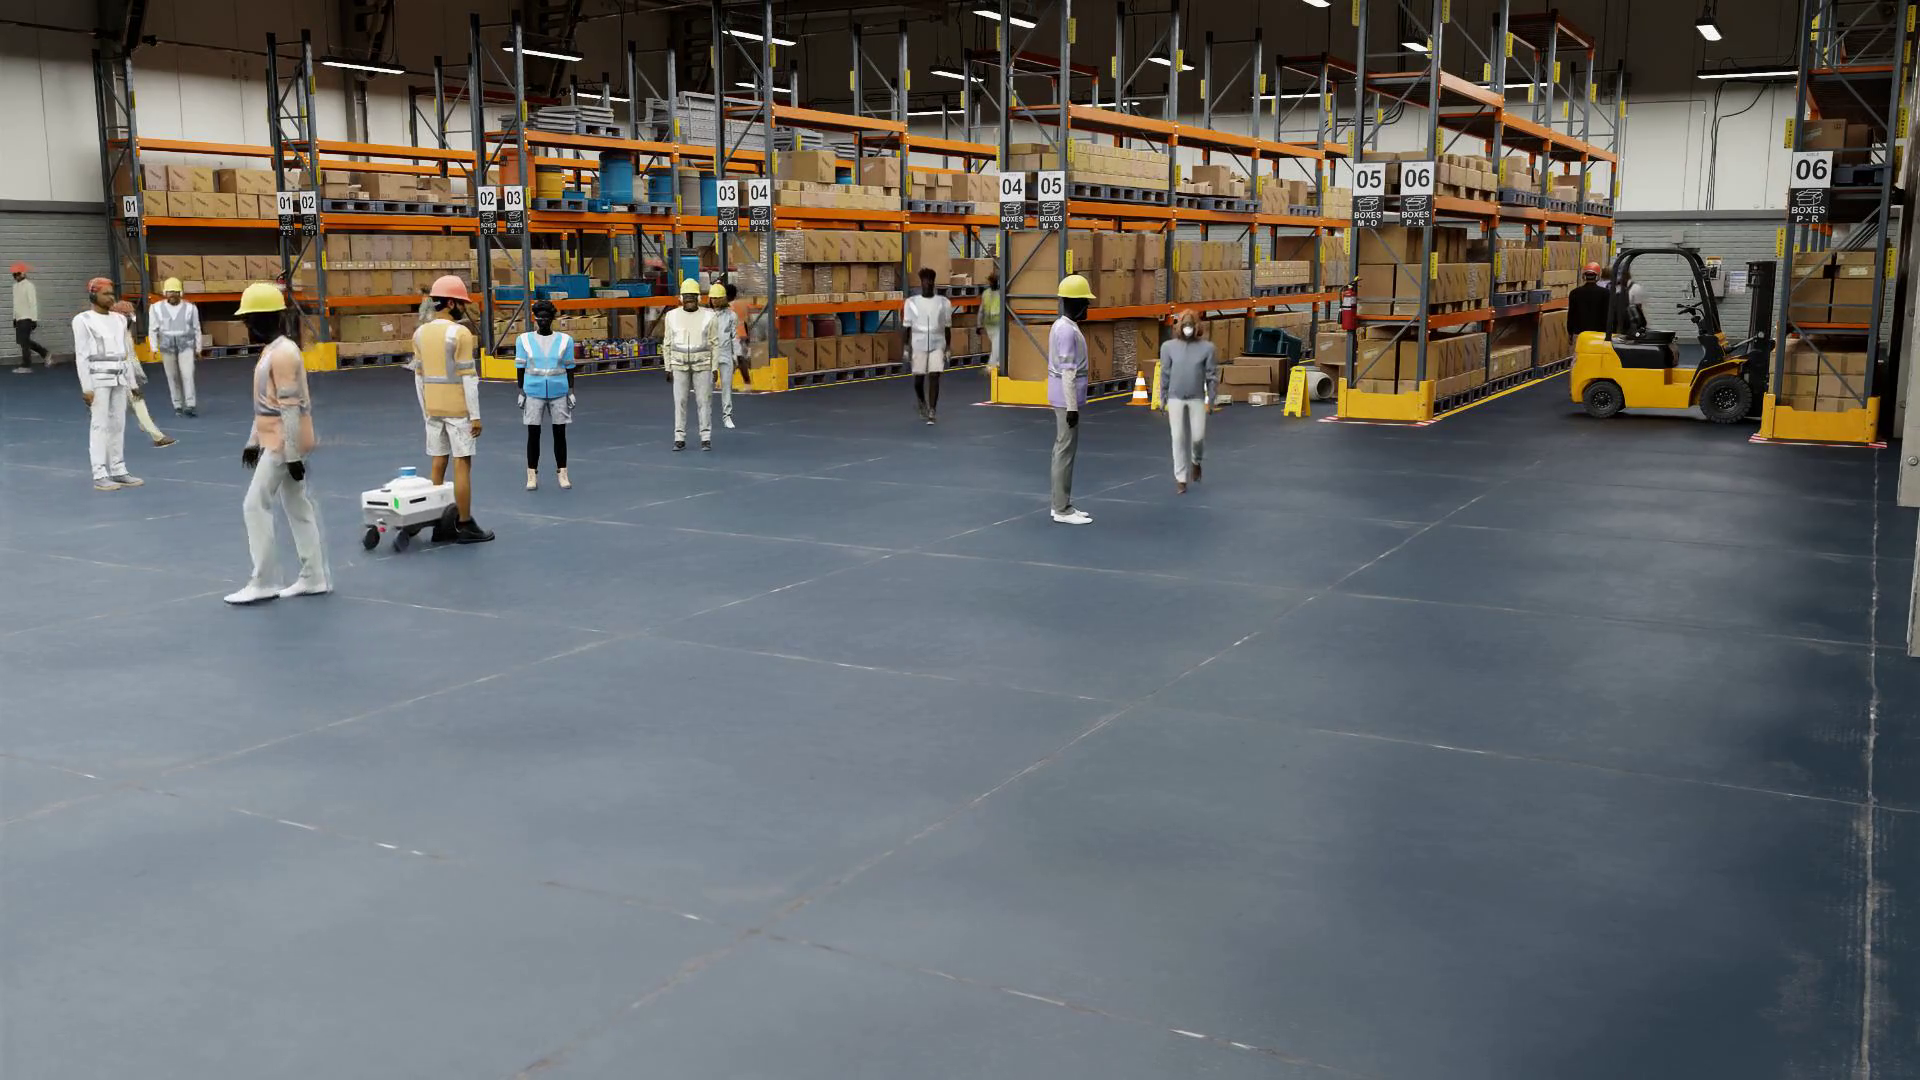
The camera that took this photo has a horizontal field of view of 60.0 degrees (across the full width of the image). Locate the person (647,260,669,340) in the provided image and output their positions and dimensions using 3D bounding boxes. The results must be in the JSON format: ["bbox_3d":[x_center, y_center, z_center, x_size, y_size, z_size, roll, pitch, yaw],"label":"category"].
[{"bbox_3d":[-6.674,-5.227,37.011,0.644,1.984,1.068,5,11,26],"label":"person"}]

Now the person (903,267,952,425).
[{"bbox_3d":[-0.398,-2.410,20.631,0.606,1.948,0.590,0,10,-1],"label":"person"}]

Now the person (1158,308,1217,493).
[{"bbox_3d":[2.006,-1.233,14.693,0.504,1.621,0.431,2,10,10],"label":"person"}]

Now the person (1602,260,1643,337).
[{"bbox_3d":[10.408,-3.427,26.306,0.685,2.000,0.637,9,13,43],"label":"person"}]

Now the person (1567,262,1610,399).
[{"bbox_3d":[9.095,-3.013,24.059,0.605,1.986,0.402,8,12,38],"label":"person"}]

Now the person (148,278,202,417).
[{"bbox_3d":[-10.118,-2.474,21.453,0.605,1.787,0.904,-4,10,-21],"label":"person"}]

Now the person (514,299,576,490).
[{"bbox_3d":[-3.680,-1.287,14.794,0.532,1.693,0.319,-3,10,-17],"label":"person"}]

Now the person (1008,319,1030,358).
[{"bbox_3d":[0.966,-3.952,30.009,0.612,1.820,0.446,2,10,10],"label":"person"}]

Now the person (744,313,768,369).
[{"bbox_3d":[-3.435,-3.793,28.829,0.633,1.914,0.770,4,11,23],"label":"person"}]

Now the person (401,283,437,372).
[{"bbox_3d":[-9.533,-3.790,29.753,0.889,1.589,0.515,-4,11,-23],"label":"person"}]

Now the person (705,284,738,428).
[{"bbox_3d":[-2.903,-2.207,20.037,0.487,1.741,0.312,-2,10,-14],"label":"person"}]

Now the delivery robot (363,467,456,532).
[{"bbox_3d":[-3.953,-0.281,11.957,0.477,0.478,0.707,4,10,20],"label":"delivery robot"}]

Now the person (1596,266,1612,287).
[{"bbox_3d":[11.325,-3.847,29.189,0.630,1.910,0.901,4,11,23],"label":"person"}]

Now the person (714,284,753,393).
[{"bbox_3d":[-3.483,-3.064,25.324,0.903,1.633,0.543,5,11,28],"label":"person"}]

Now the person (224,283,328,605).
[{"bbox_3d":[-4.187,-0.571,9.965,0.697,1.905,0.597,-3,10,-20],"label":"person"}]

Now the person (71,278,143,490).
[{"bbox_3d":[-7.603,-1.387,14.856,0.377,1.882,0.612,3,10,14],"label":"person"}]

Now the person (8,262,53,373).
[{"bbox_3d":[-16.633,-3.974,29.693,0.628,1.977,0.706,7,12,36],"label":"person"}]

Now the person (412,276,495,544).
[{"bbox_3d":[-3.675,-0.936,12.042,0.542,1.931,0.375,5,11,29],"label":"person"}]

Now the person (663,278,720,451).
[{"bbox_3d":[-2.862,-1.858,17.728,0.606,1.833,0.404,0,10,-2],"label":"person"}]

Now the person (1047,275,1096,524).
[{"bbox_3d":[0.865,-1.091,12.956,0.366,1.927,0.591,0,10,0],"label":"person"}]

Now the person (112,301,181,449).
[{"bbox_3d":[-8.836,-1.750,17.810,0.849,1.589,0.508,-4,10,-22],"label":"person"}]

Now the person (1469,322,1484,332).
[{"bbox_3d":[10.361,-4.555,32.971,0.619,2.028,0.442,7,12,35],"label":"person"}]

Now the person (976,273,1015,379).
[{"bbox_3d":[0.579,-3.654,28.373,0.652,1.788,0.972,8,12,38],"label":"person"}]
